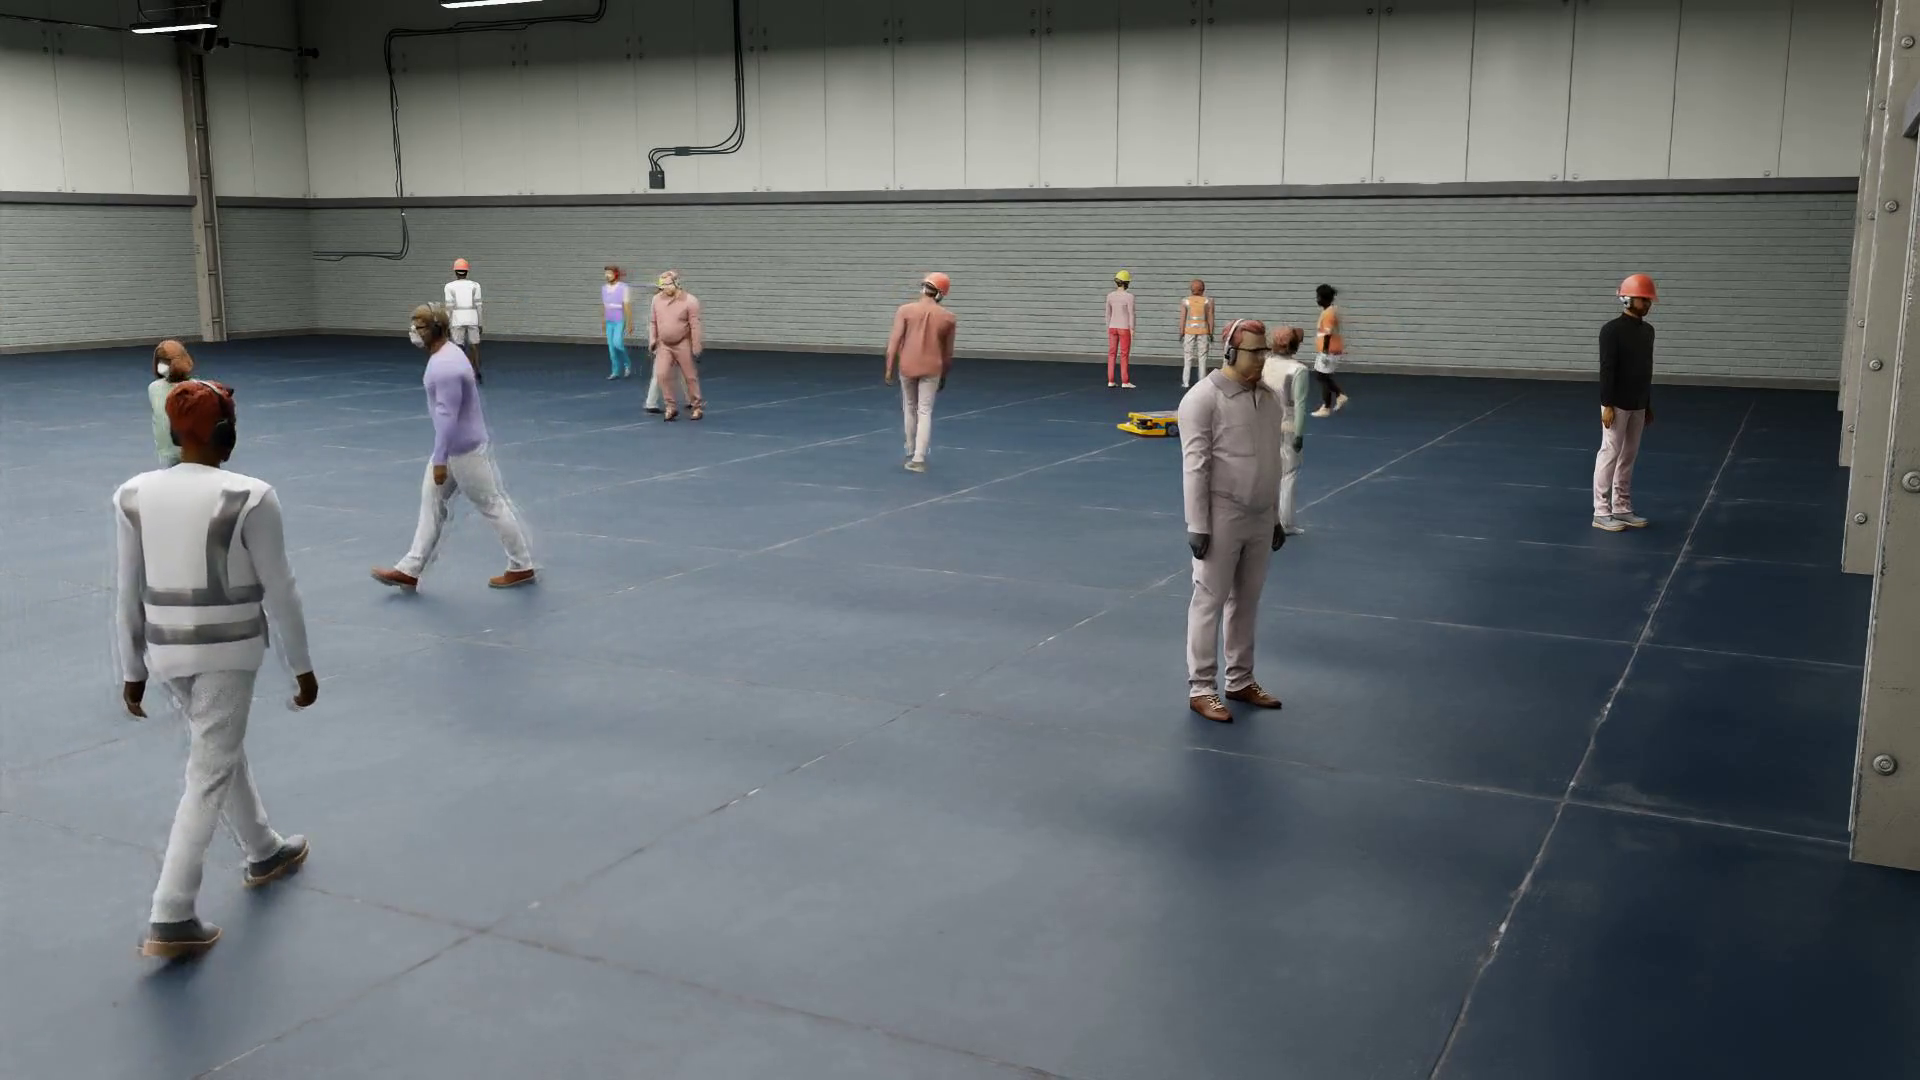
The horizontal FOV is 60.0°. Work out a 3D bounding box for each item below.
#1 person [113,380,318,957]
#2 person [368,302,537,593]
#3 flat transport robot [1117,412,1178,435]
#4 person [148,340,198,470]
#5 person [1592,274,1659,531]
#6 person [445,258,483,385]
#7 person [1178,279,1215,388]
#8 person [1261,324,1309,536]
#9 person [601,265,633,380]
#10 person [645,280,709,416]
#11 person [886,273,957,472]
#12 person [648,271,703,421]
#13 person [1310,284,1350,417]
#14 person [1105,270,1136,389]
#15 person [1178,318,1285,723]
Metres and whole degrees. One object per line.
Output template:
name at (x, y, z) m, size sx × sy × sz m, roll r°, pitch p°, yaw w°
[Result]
person at (-2.483, 0.392, 5.504) m, size 0.596 × 1.834 × 1.012 m, roll 2°, pitch 11°, yaw 12°
person at (-3.261, -0.576, 10.656) m, size 1.063 × 1.872 × 0.640 m, roll -4°, pitch 11°, yaw -21°
flat transport robot at (2.620, -1.377, 19.381) m, size 1.431 × 0.197 × 0.652 m, roll -4°, pitch 11°, yaw -19°
person at (-5.270, -0.539, 11.188) m, size 0.524 × 1.583 × 0.839 m, roll 3°, pitch 11°, yaw 16°
person at (5.224, -1.076, 13.033) m, size 0.611 × 1.996 × 0.375 m, roll -7°, pitch 13°, yaw -35°
person at (-7.606, -3.337, 25.519) m, size 0.542 × 1.939 × 0.366 m, roll -4°, pitch 11°, yaw -23°
person at (3.556, -3.084, 24.981) m, size 0.547 × 1.634 × 0.314 m, roll 1°, pitch 10°, yaw 3°
person at (2.400, -0.821, 12.637) m, size 0.509 × 1.631 × 0.520 m, roll -8°, pitch 13°, yaw -36°
person at (-5.465, -3.450, 26.429) m, size 0.599 × 1.829 × 0.440 m, roll 7°, pitch 12°, yaw 33°
person at (-3.678, -2.493, 21.323) m, size 0.905 × 1.786 × 0.603 m, roll -5°, pitch 11°, yaw -24°
person at (-0.366, -1.667, 16.450) m, size 0.676 × 1.927 × 0.849 m, roll 1°, pitch 10°, yaw 4°
person at (-3.521, -2.393, 20.605) m, size 0.664 × 1.854 × 0.705 m, roll 3°, pitch 11°, yaw 16°
person at (4.657, -2.380, 20.996) m, size 0.401 × 1.677 × 0.539 m, roll 3°, pitch 11°, yaw 14°
person at (2.425, -3.165, 25.049) m, size 0.526 × 1.769 × 0.328 m, roll 10°, pitch 14°, yaw 43°
person at (1.332, -0.101, 7.964) m, size 0.643 × 1.908 × 0.411 m, roll -9°, pitch 14°, yaw -40°
